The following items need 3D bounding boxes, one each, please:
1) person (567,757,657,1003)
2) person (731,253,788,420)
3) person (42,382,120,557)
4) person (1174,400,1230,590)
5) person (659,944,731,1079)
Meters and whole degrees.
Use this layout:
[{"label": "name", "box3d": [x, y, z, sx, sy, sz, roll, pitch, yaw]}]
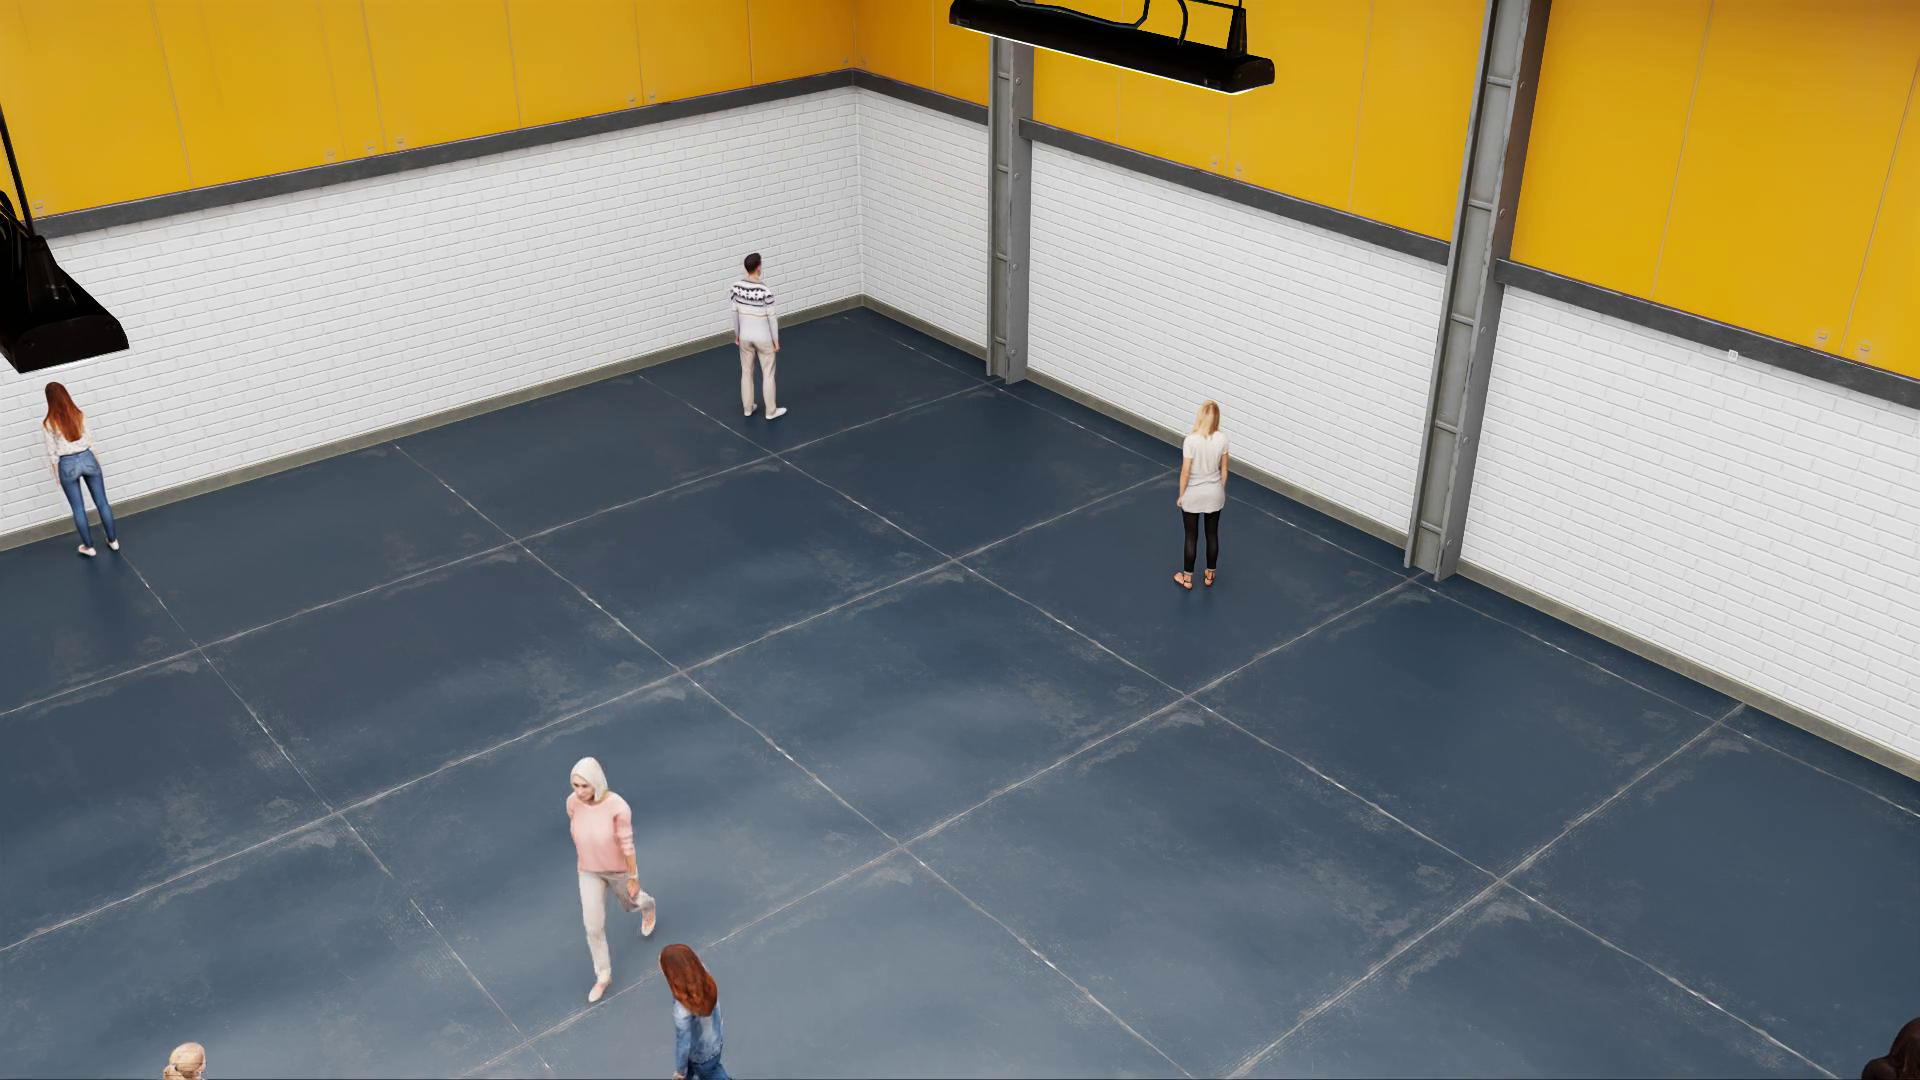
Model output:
[{"label": "person", "box3d": [-2.195, 2.037, 10.565, 1.114, 1.690, 1.096, 4, 29, 8]}, {"label": "person", "box3d": [-2.236, -2.230, 18.210, 0.679, 1.859, 0.824, 10, 30, 18]}, {"label": "person", "box3d": [-8.211, -0.670, 15.486, 0.568, 1.729, 0.496, -20, 35, -33]}, {"label": "person", "box3d": [2.179, -0.401, 14.891, 0.678, 1.827, 0.682, -6, 29, -10]}, {"label": "person", "box3d": [-1.368, 2.851, 9.333, 1.052, 1.440, 1.001, 4, 29, 6]}]
